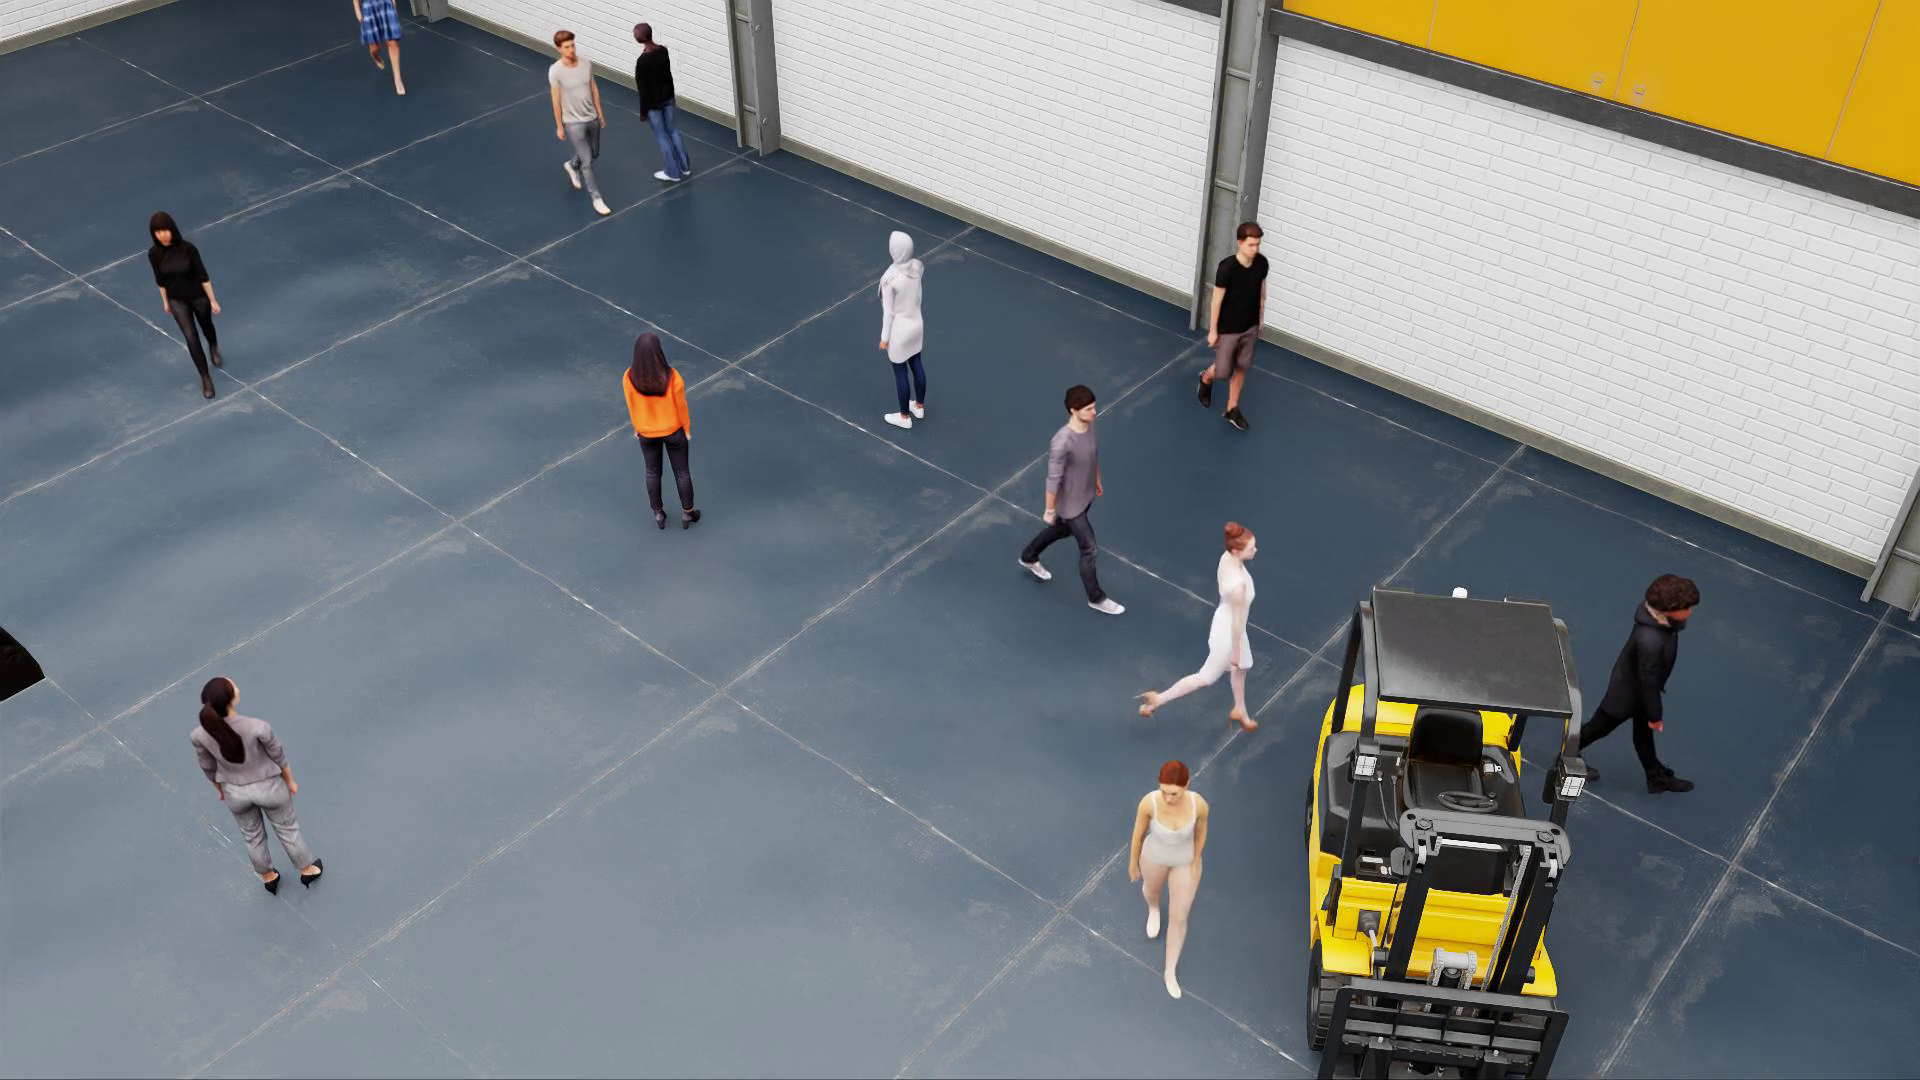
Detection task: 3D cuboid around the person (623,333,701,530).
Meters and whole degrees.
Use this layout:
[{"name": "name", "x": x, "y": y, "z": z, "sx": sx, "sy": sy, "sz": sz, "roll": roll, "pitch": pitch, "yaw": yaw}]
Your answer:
[{"name": "person", "x": -2.257, "y": -0.817, "z": 12.592, "sx": 0.679, "sy": 1.748, "sz": 0.771, "roll": 3, "pitch": 39, "yaw": 4}]

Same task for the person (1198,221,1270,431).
[{"name": "person", "x": 2.245, "y": -1.818, "z": 13.761, "sx": 0.887, "sy": 1.855, "sz": 0.999, "roll": -16, "pitch": 41, "yaw": -19}]

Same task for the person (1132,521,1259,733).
[{"name": "person", "x": 1.626, "y": 0.622, "z": 10.776, "sx": 1.143, "sy": 1.768, "sz": 0.998, "roll": 2, "pitch": 39, "yaw": 3}]

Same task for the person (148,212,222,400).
[{"name": "person", "x": -6.633, "y": -2.107, "z": 14.324, "sx": 0.921, "sy": 1.604, "sz": 1.145, "roll": -13, "pitch": 41, "yaw": -16}]

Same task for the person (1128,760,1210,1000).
[{"name": "person", "x": 1.195, "y": 1.753, "z": 9.486, "sx": 0.950, "sy": 1.610, "sz": 0.931, "roll": 2, "pitch": 39, "yaw": 2}]

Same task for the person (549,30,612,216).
[{"name": "person", "x": -3.877, "y": -4.267, "z": 16.814, "sx": 0.747, "sy": 1.873, "sz": 1.128, "roll": -30, "pitch": 47, "yaw": -32}]

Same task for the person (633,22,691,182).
[{"name": "person", "x": -3.098, "y": -4.553, "z": 17.285, "sx": 0.738, "sy": 1.731, "sz": 0.605, "roll": -31, "pitch": 48, "yaw": -33}]

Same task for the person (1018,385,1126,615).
[{"name": "person", "x": 0.742, "y": -0.333, "z": 11.937, "sx": 1.214, "sy": 1.811, "sz": 0.849, "roll": 19, "pitch": 43, "yaw": 23}]

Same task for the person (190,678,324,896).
[{"name": "person", "x": -4.149, "y": 1.473, "z": 9.781, "sx": 0.723, "sy": 1.679, "sz": 0.769, "roll": -6, "pitch": 39, "yaw": -8}]

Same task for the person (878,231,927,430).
[{"name": "person", "x": -0.454, "y": -1.726, "z": 13.710, "sx": 0.533, "sy": 1.775, "sz": 0.610, "roll": 30, "pitch": 47, "yaw": 32}]

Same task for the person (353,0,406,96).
[{"name": "person", "x": -6.676, "y": -6.014, "z": 19.067, "sx": 0.819, "sy": 1.789, "sz": 0.973, "roll": -20, "pitch": 43, "yaw": -23}]

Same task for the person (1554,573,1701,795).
[{"name": "person", "x": 4.137, "y": 0.915, "z": 10.440, "sx": 1.132, "sy": 1.730, "sz": 0.794, "roll": 18, "pitch": 42, "yaw": 21}]
